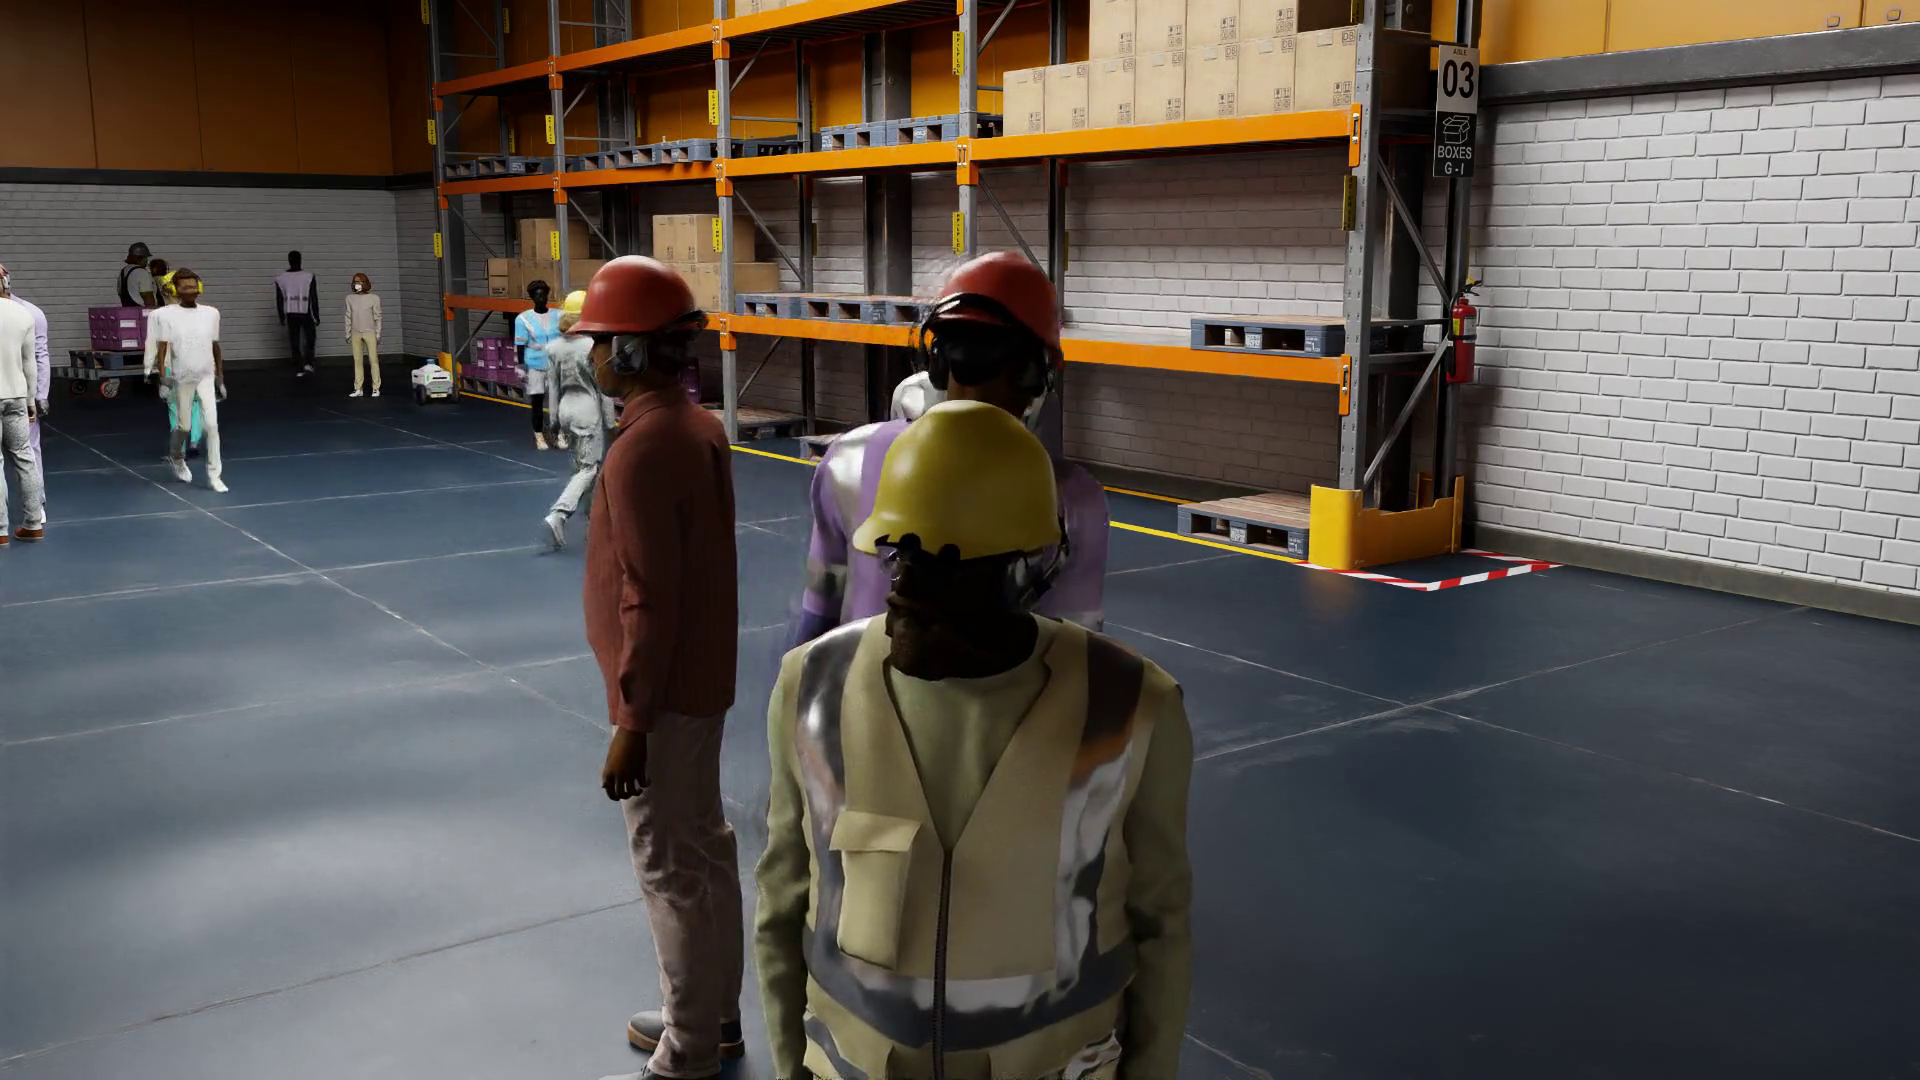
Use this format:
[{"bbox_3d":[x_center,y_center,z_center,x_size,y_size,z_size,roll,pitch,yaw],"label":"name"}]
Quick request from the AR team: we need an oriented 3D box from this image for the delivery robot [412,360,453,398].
[{"bbox_3d":[-6.665,-2.035,20.987,0.477,0.478,0.707,-7,12,-33],"label":"delivery robot"}]

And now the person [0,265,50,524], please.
[{"bbox_3d":[-6.866,-1.043,11.909,0.642,1.909,0.408,-3,11,-18],"label":"person"}]

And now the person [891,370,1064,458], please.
[{"bbox_3d":[0.066,0.063,5.618,0.604,1.940,0.400,3,10,14],"label":"person"}]

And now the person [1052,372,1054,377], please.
[{"bbox_3d":[0.295,-0.671,10.074,0.591,1.823,0.405,-6,12,-29],"label":"person"}]

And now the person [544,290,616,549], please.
[{"bbox_3d":[-2.563,-0.809,11.134,0.492,1.714,0.786,5,11,25],"label":"person"}]

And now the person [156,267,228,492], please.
[{"bbox_3d":[-6.348,-1.325,13.720,0.542,1.839,0.845,-8,13,-39],"label":"person"}]

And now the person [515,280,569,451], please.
[{"bbox_3d":[-4.043,-1.683,16.140,0.548,1.665,0.533,-5,11,-28],"label":"person"}]

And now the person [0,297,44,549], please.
[{"bbox_3d":[-6.424,-0.905,11.045,0.378,1.940,0.629,5,11,27],"label":"person"}]

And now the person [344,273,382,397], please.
[{"bbox_3d":[-7.876,-2.702,21.962,0.498,1.633,0.285,0,10,3],"label":"person"}]

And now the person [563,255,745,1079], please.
[{"bbox_3d":[-0.702,0.346,3.882,0.392,1.992,0.623,1,10,6],"label":"person"}]

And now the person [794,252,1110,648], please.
[{"bbox_3d":[-0.010,0.456,3.238,0.649,2.003,0.508,6,12,31],"label":"person"}]

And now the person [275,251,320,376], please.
[{"bbox_3d":[-10.108,-3.461,25.443,0.619,1.904,0.538,-1,10,-8],"label":"person"}]

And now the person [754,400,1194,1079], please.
[{"bbox_3d":[0.010,0.722,2.239,0.591,1.829,0.404,2,10,9],"label":"person"}]

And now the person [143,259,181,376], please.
[{"bbox_3d":[-11.333,-3.071,23.580,0.971,1.789,0.632,5,11,26],"label":"person"}]

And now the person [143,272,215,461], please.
[{"bbox_3d":[-7.293,-1.610,15.518,0.617,1.751,0.381,-10,14,-43],"label":"person"}]

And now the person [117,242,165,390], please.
[{"bbox_3d":[-11.347,-3.119,23.160,0.687,2.000,0.535,7,12,35],"label":"person"}]
